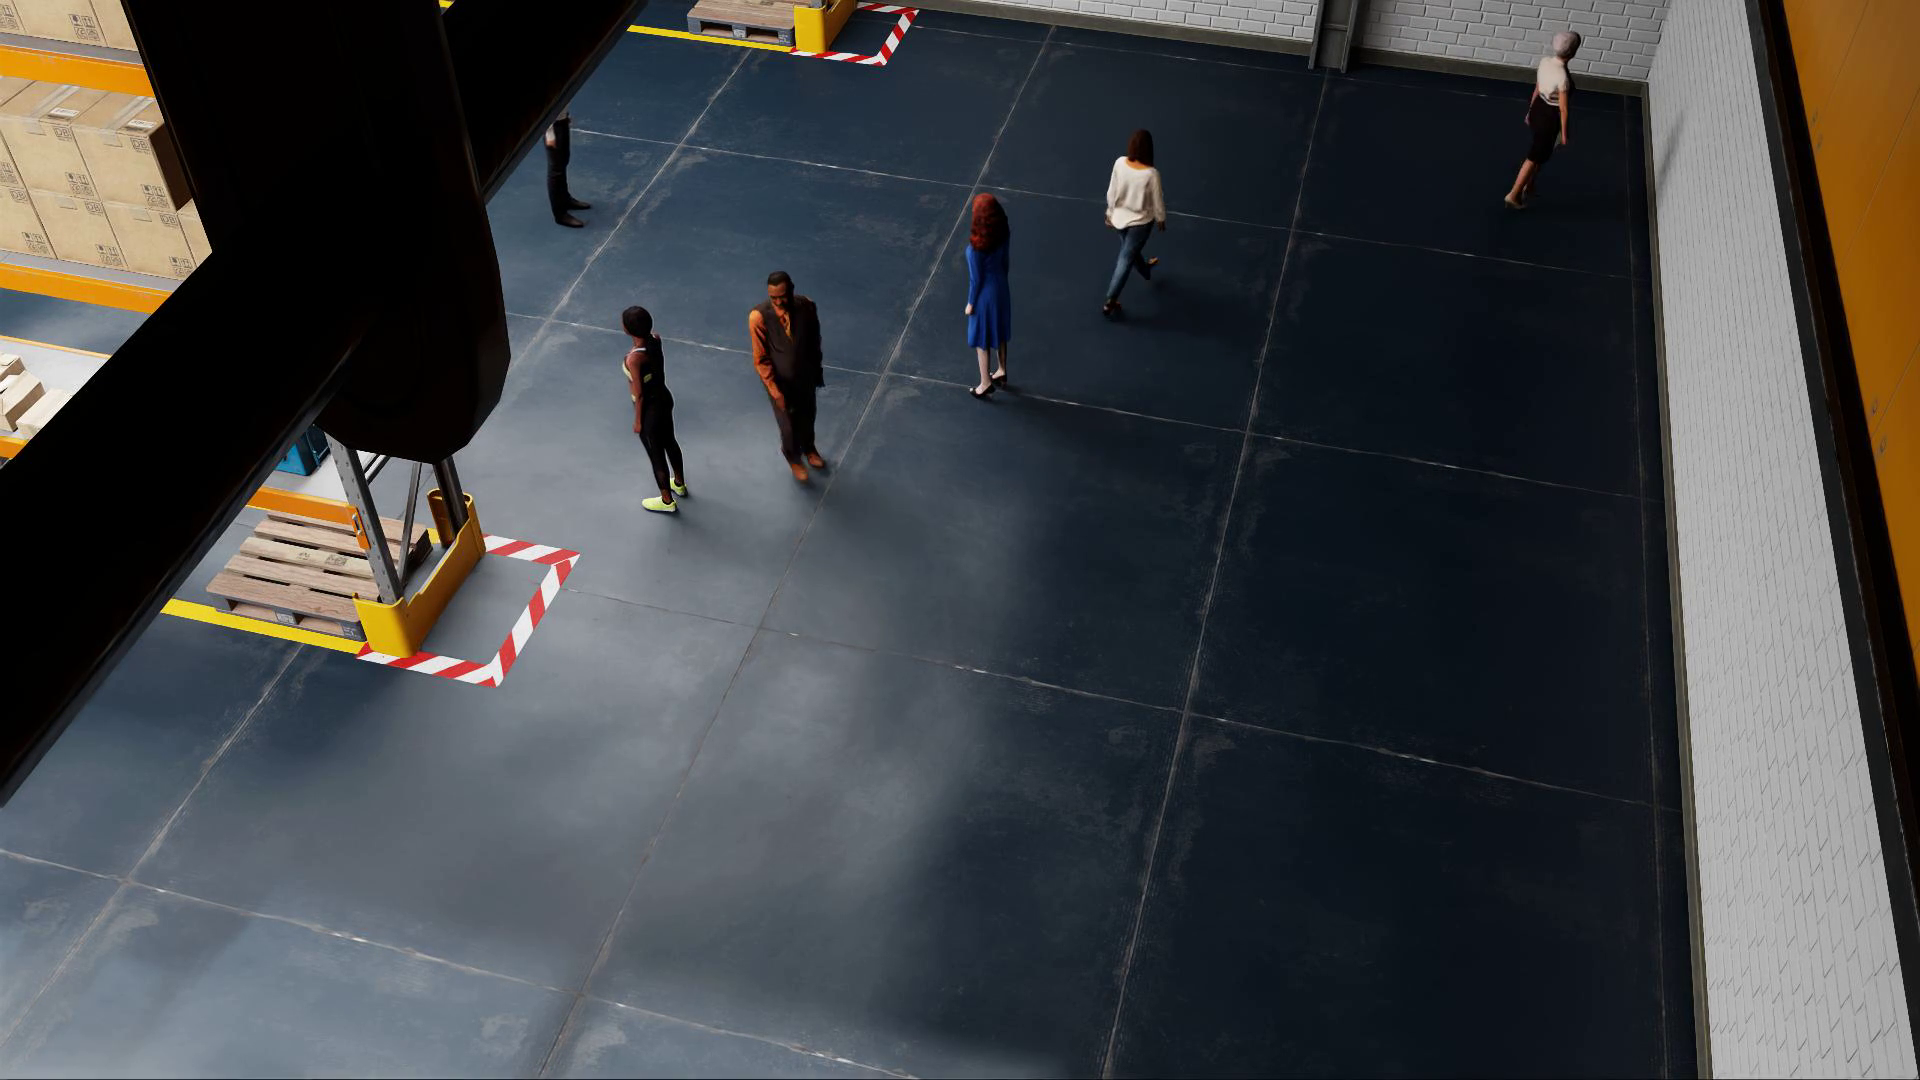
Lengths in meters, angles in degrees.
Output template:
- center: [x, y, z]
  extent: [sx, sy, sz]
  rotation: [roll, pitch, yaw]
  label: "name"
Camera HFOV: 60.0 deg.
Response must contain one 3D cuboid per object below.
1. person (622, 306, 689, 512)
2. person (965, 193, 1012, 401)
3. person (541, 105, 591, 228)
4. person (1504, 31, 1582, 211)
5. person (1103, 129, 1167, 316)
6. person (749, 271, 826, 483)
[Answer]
- center: [-2.208, -0.945, 11.995]
  extent: [0.524, 1.754, 0.581]
  rotation: [14, 45, 15]
  label: "person"
- center: [0.219, -1.876, 12.919]
  extent: [0.720, 1.827, 0.710]
  rotation: [32, 52, 29]
  label: "person"
- center: [-3.624, -3.700, 14.803]
  extent: [0.596, 1.870, 0.703]
  rotation: [3, 44, 3]
  label: "person"
- center: [5.154, -3.721, 14.918]
  extent: [0.791, 1.742, 0.735]
  rotation: [-4, 44, -4]
  label: "person"
- center: [1.383, -2.595, 13.806]
  extent: [1.095, 1.646, 0.994]
  rotation: [31, 51, 28]
  label: "person"
- center: [-1.303, -1.223, 12.198]
  extent: [0.918, 1.877, 0.978]
  rotation: [-25, 49, -24]
  label: "person"
